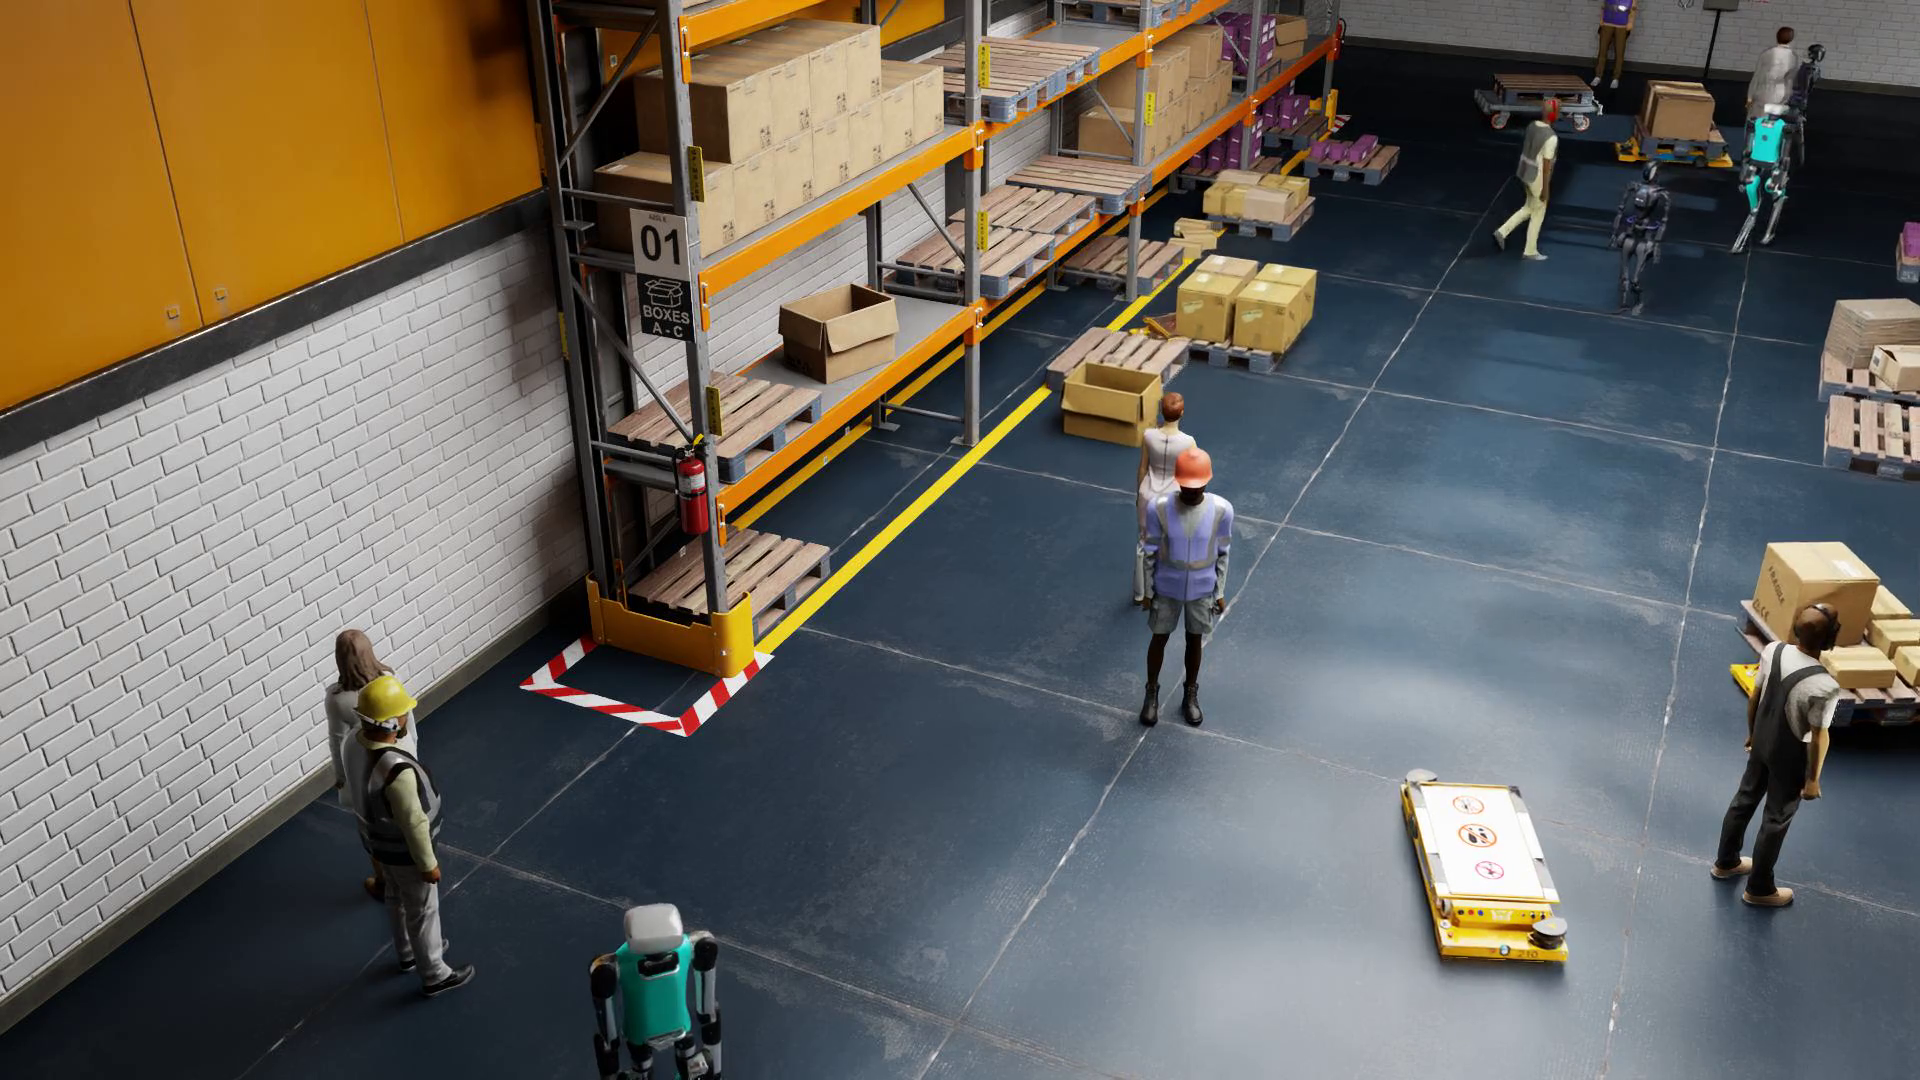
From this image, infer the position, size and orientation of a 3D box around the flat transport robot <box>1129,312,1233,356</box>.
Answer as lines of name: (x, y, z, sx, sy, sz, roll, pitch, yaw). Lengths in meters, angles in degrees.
flat transport robot: (2.476, -2.090, 16.603, 1.431, 0.231, 0.659, -9, 30, -17)

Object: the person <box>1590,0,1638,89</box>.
person: (10.221, -8.031, 25.883, 0.528, 1.924, 0.427, 21, 35, 33)

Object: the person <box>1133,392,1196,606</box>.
person: (1.448, -0.266, 11.764, 0.431, 1.650, 0.283, 8, 29, 15)

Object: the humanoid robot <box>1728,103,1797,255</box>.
humanoid robot: (9.171, -4.096, 18.829, 1.004, 1.777, 0.535, -23, 36, -36)

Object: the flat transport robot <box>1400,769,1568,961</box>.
flat transport robot: (2.928, 1.807, 9.378, 0.659, 0.231, 1.431, 2, 28, 4)

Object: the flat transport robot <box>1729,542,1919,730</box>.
flat transport robot: (5.918, 0.966, 10.937, 1.431, 0.231, 0.659, -1, 28, -2)

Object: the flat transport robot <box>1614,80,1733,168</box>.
flat transport robot: (9.625, -5.238, 22.441, 1.431, 0.231, 0.659, 7, 29, 13)

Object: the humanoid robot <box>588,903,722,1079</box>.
humanoid robot: (-1.164, 2.340, 6.854, 0.560, 1.736, 1.031, -13, 31, -23)

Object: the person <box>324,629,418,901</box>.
person: (-3.164, 1.205, 9.026, 0.482, 1.660, 0.338, -25, 37, -38)

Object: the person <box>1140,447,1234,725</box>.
person: (1.409, 0.298, 10.419, 0.545, 1.938, 0.374, 1, 28, 2)

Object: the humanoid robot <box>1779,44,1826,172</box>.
humanoid robot: (11.012, -5.662, 21.788, 0.698, 1.643, 0.586, 13, 31, 22)

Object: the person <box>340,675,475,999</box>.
person: (-2.790, 1.487, 8.343, 0.403, 1.821, 0.594, -24, 36, -37)

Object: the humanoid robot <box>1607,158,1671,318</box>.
humanoid robot: (6.910, -3.081, 16.957, 0.335, 1.643, 0.612, -20, 34, -32)

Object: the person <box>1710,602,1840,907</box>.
person: (4.425, 1.152, 8.932, 0.339, 1.846, 0.513, -9, 30, -16)

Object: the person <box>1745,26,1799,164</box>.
person: (10.632, -5.800, 21.862, 0.537, 1.811, 0.546, 7, 29, 13)

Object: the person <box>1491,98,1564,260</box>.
person: (6.368, -3.999, 18.496, 0.544, 1.834, 0.562, -4, 29, -7)
